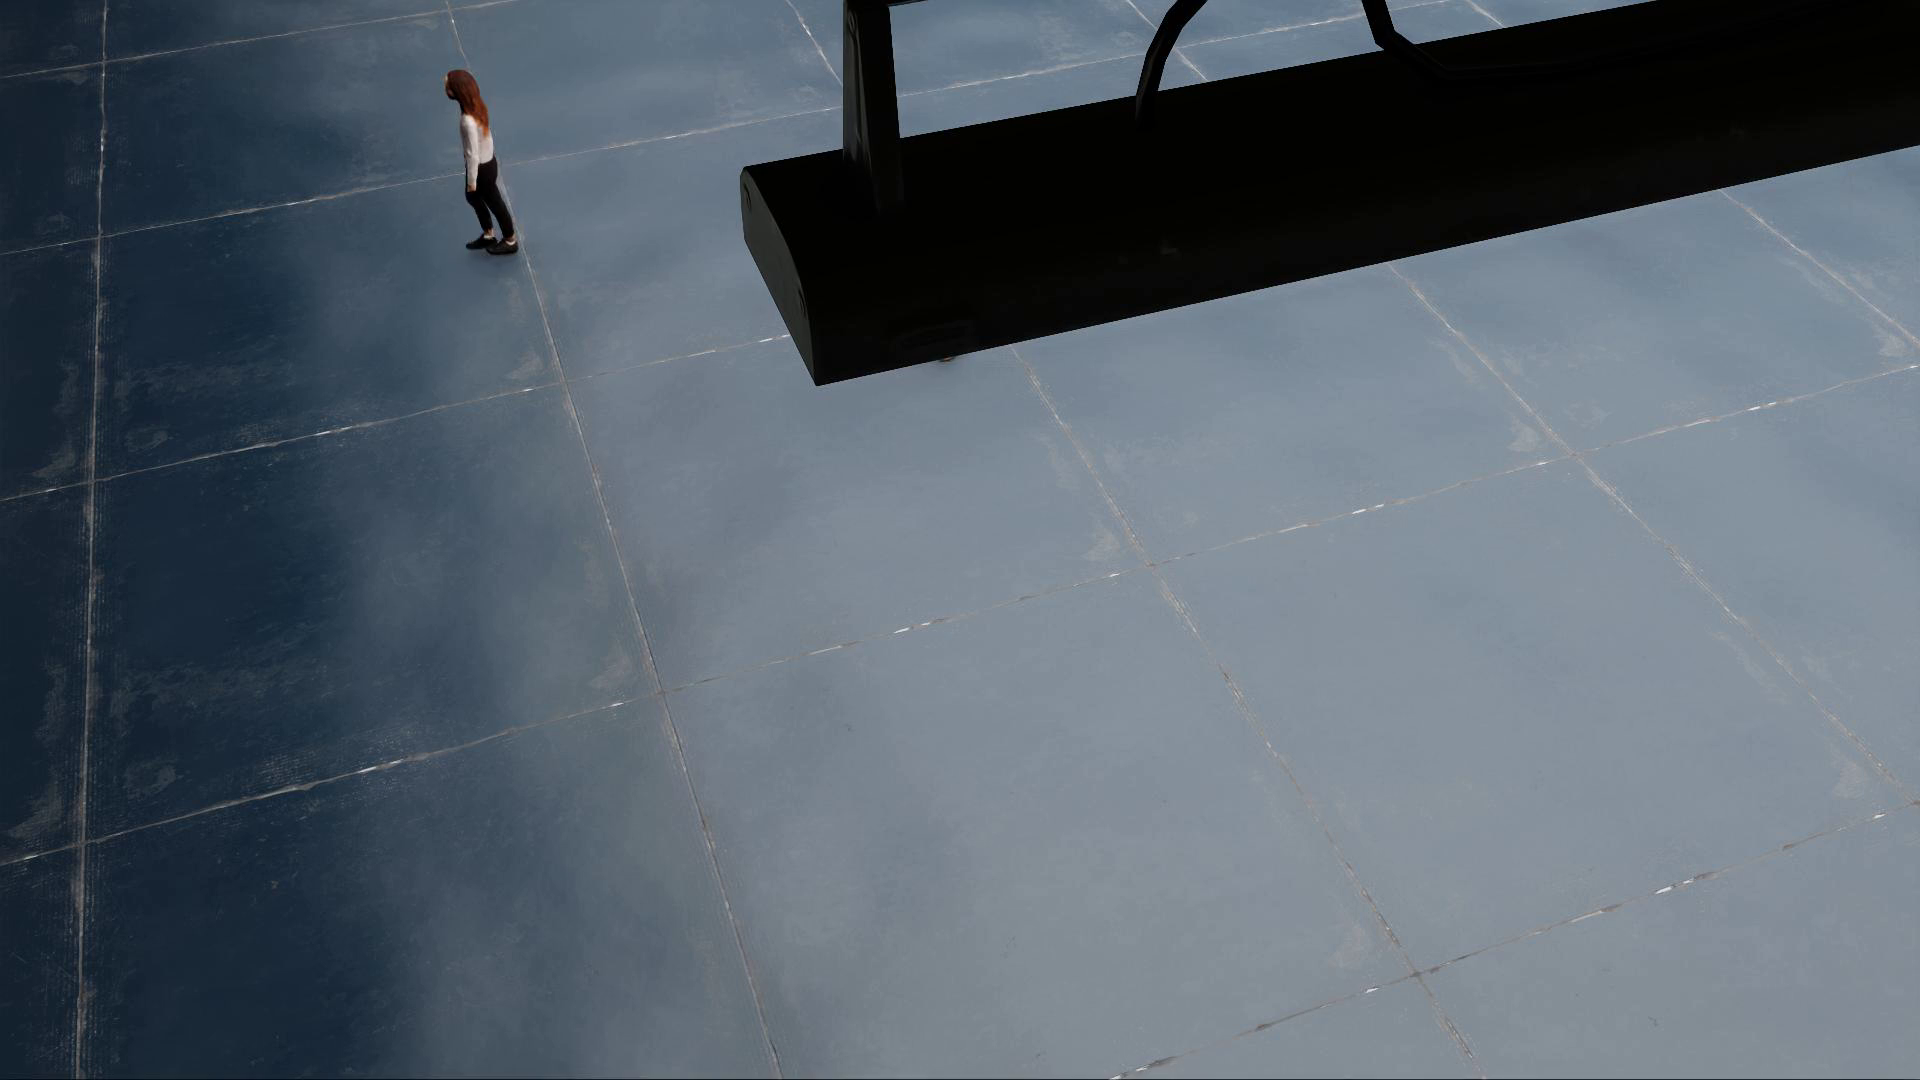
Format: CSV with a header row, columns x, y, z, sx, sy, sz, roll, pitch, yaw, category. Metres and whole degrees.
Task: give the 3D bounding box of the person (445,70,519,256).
x,y,z,sx,sy,sz,roll,pitch,yaw,category
-3.366,-2.700,11.960,0.663,1.477,0.576,-8,44,-8,person
